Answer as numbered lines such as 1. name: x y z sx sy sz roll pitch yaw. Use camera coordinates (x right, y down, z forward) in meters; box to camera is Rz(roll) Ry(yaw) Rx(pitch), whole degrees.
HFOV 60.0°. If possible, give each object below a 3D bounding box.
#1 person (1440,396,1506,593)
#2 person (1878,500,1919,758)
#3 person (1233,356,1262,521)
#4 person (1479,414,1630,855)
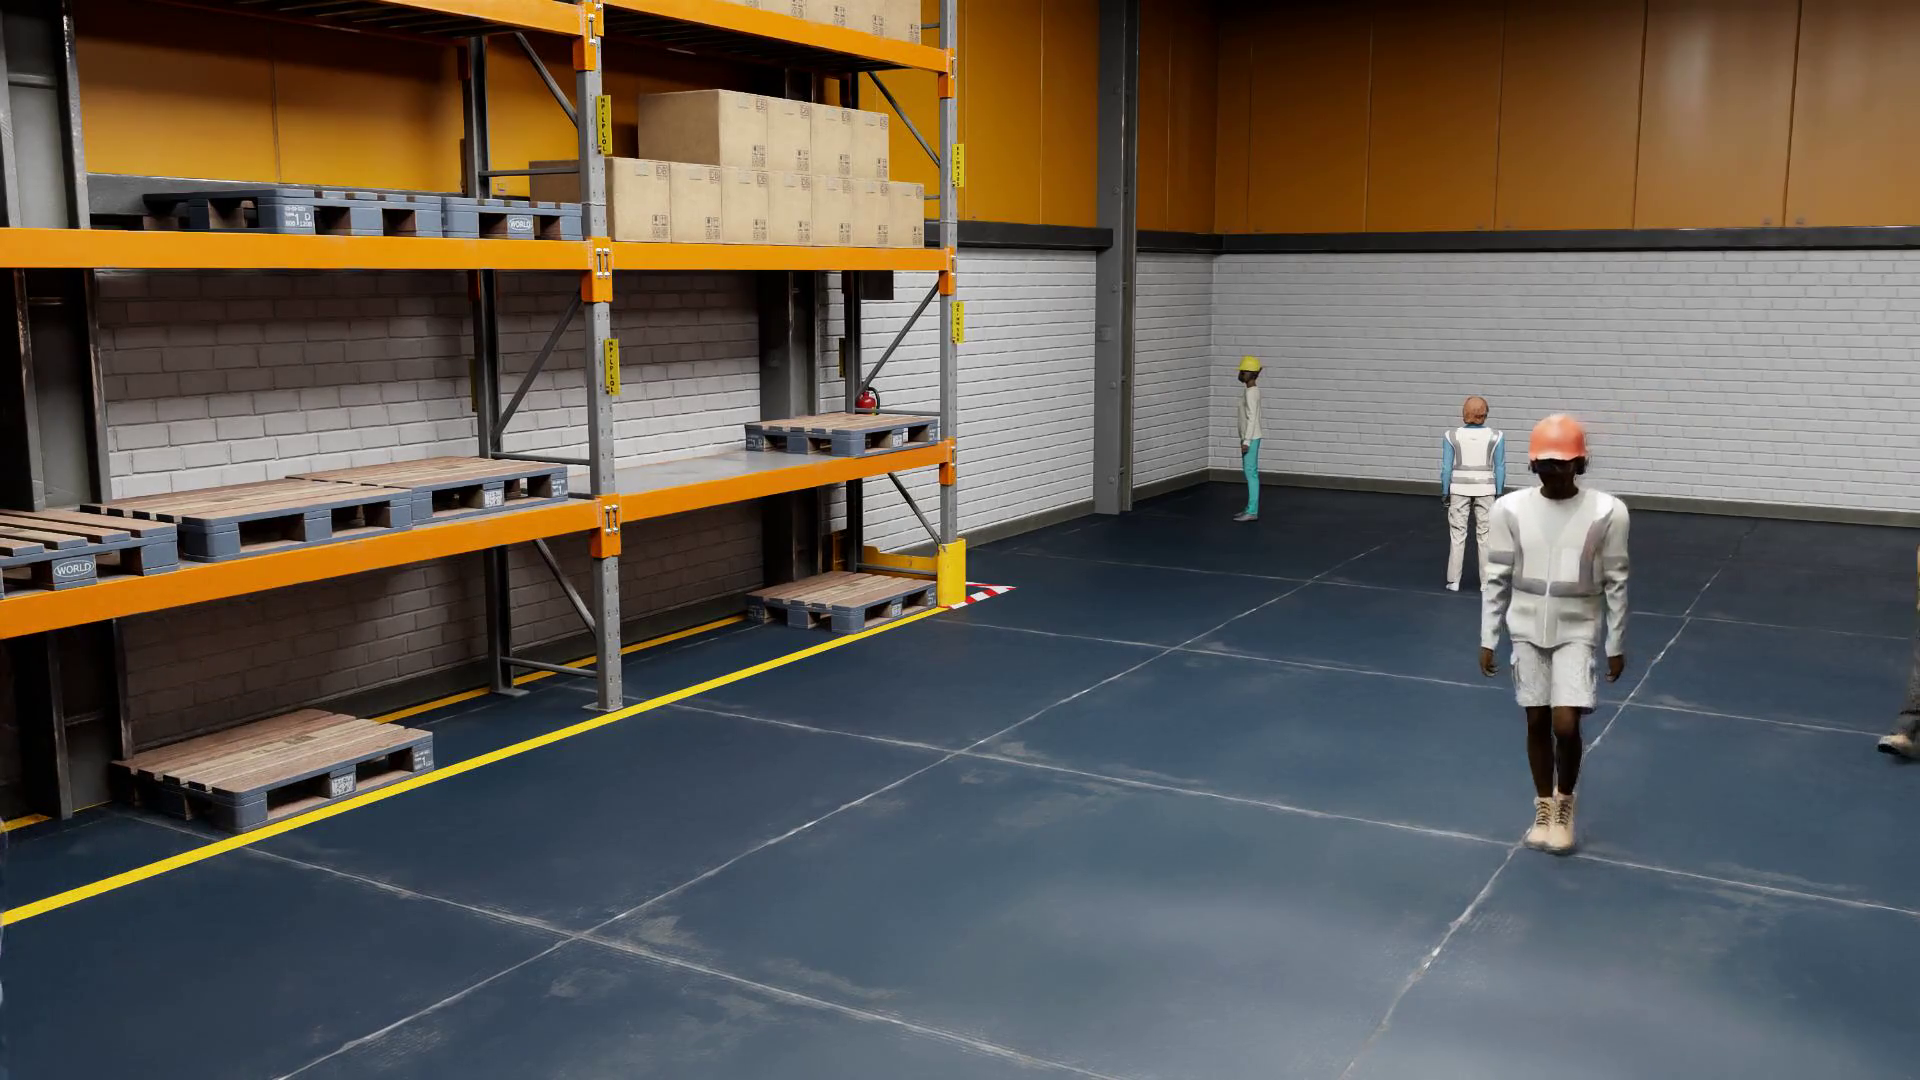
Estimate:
1. person: 4.239 -0.369 13.768 0.514 1.642 0.310 3 9 16
2. person: 5.373 0.314 8.982 0.927 1.800 0.540 -7 12 -39
3. person: 3.081 -1.081 17.823 0.311 1.769 0.533 2 9 12
4. person: 2.669 0.437 7.543 0.616 2.019 0.540 6 11 32
